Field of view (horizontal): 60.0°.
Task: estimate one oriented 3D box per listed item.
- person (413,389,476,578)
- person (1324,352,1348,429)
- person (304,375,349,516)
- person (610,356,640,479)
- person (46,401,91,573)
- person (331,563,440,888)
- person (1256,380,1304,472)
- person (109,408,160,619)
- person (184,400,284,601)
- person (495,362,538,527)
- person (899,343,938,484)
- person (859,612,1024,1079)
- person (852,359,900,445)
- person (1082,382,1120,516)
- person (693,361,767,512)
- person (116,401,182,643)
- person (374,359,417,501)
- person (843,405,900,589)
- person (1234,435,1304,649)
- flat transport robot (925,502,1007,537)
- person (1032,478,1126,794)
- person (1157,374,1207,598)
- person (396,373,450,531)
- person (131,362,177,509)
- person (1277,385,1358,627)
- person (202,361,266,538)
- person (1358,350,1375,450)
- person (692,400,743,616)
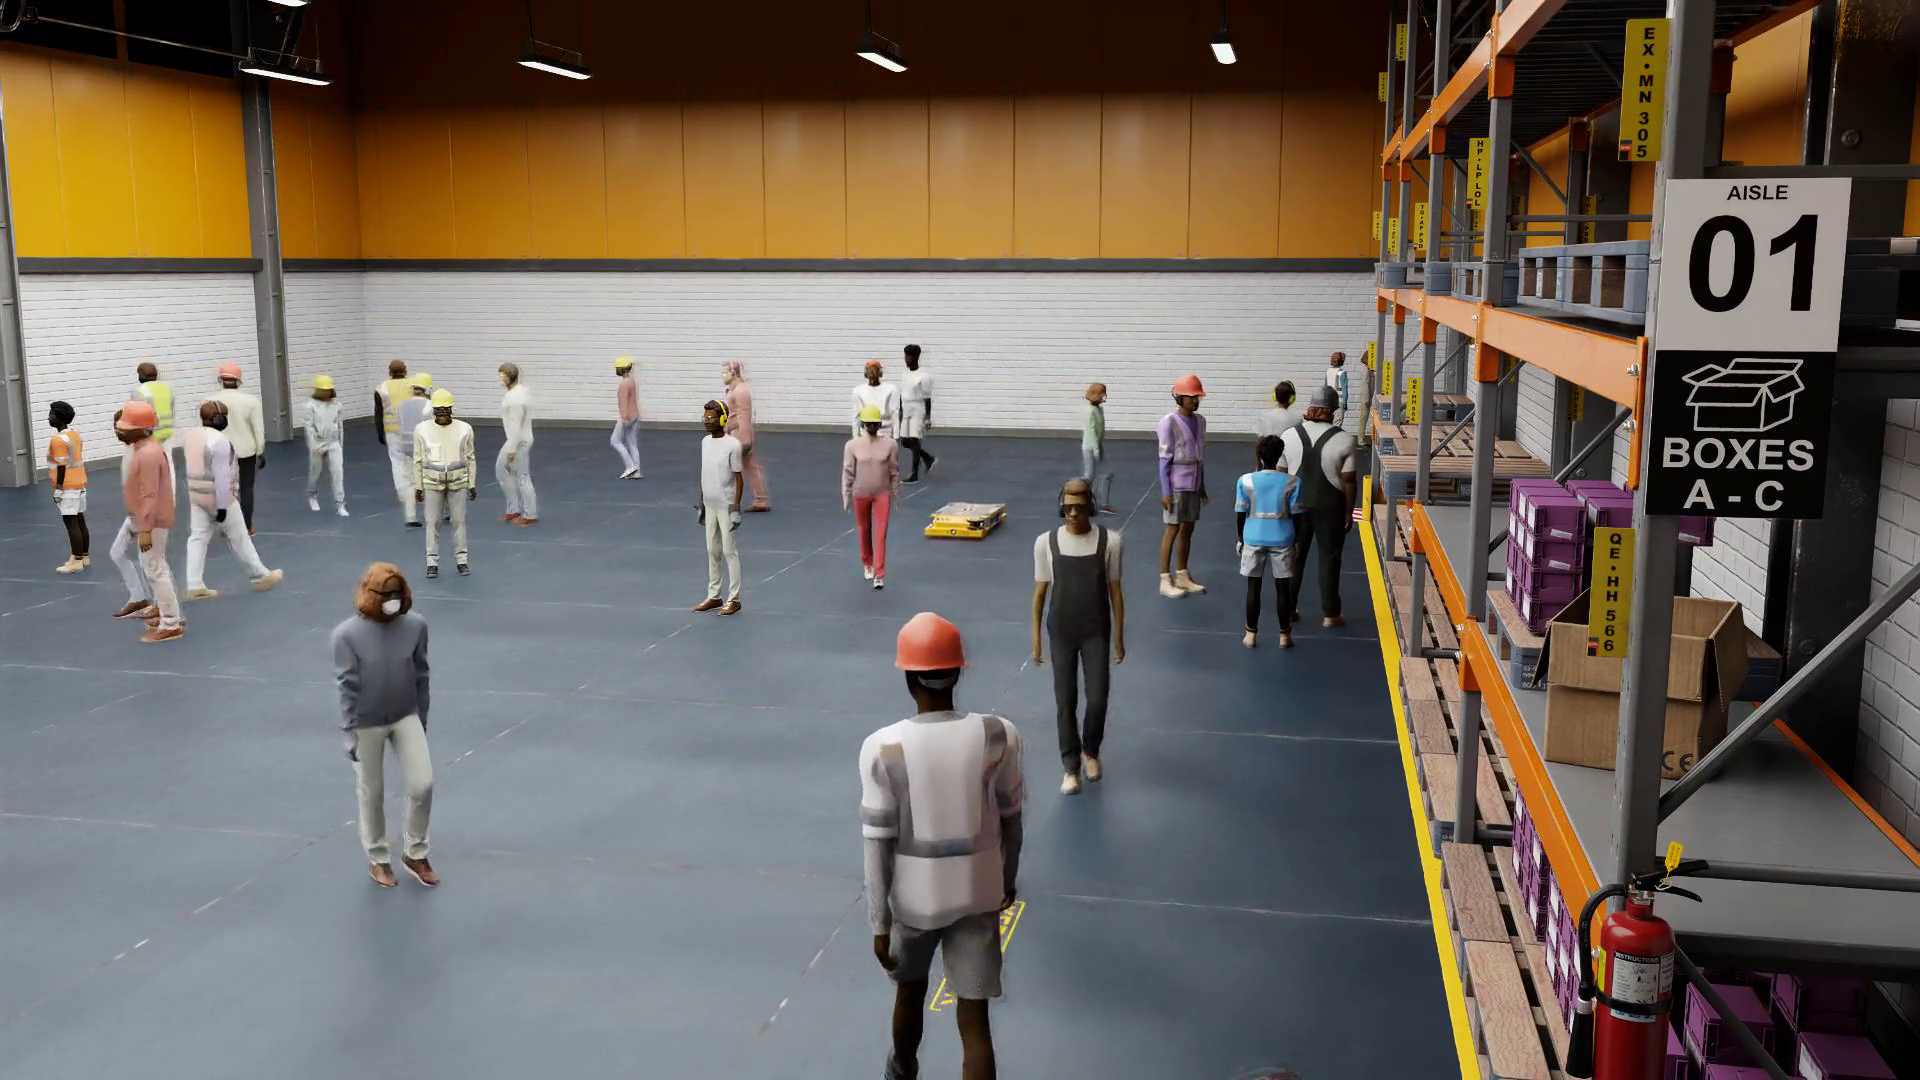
[{"bbox_3d":[-4.998,-0.552,16.157,0.588,1.835,0.403,-4,10,-21],"label":"person"},{"bbox_3d":[6.013,-2.187,26.595,0.307,1.639,0.525,-5,10,-25],"label":"person"},{"bbox_3d":[-7.752,-1.161,20.239,0.487,1.717,0.817,-8,12,-38],"label":"person"},{"bbox_3d":[-4.697,-1.712,23.383,0.402,1.749,0.556,1,9,7],"label":"person"},{"bbox_3d":[-8.803,-0.526,16.408,0.318,1.700,0.536,-2,10,-11],"label":"person"},{"bbox_3d":[-2.754,0.908,8.020,0.496,1.613,0.521,-7,12,-38],"label":"person"},{"bbox_3d":[3.266,-0.724,17.164,0.518,1.848,0.647,5,10,26],"label":"person"},{"bbox_3d":[-7.045,-0.213,14.113,0.609,1.834,0.558,-7,11,-34],"label":"person"},{"bbox_3d":[-6.713,-0.378,15.215,0.623,1.793,0.946,6,11,31],"label":"person"},{"bbox_3d":[-5.178,-1.085,19.126,0.639,1.914,0.640,-3,10,-15],"label":"person"},{"bbox_3d":[-0.582,-1.751,23.058,0.612,1.942,0.628,-7,12,-36],"label":"person"},{"bbox_3d":[-0.057,1.180,5.601,0.562,1.885,1.013,-1,10,-8],"label":"person"},{"bbox_3d":[-1.044,-1.305,20.607,0.595,1.863,0.494,0,9,1],"label":"person"},{"bbox_3d":[1.704,-1.080,19.999,0.546,1.619,0.514,5,10,25],"label":"person"},{"bbox_3d":[-2.802,-1.241,20.224,0.970,1.858,0.648,-1,9,-4],"label":"person"},{"bbox_3d":[-6.504,-0.141,13.353,0.365,1.956,0.735,-5,10,-26],"label":"person"},{"bbox_3d":[-7.146,-1.402,21.295,0.656,1.829,0.451,-3,10,-17],"label":"person"},{"bbox_3d":[-0.837,-0.426,15.747,0.538,1.721,0.930,0,9,-2],"label":"person"},{"bbox_3d":[2.434,0.018,13.137,0.536,1.696,0.322,2,10,11],"label":"person"},{"bbox_3d":[0.082,-0.245,19.008,0.652,0.197,1.431,2,10,12],"label":"flat transport robot"},{"bbox_3d":[0.675,0.553,9.511,0.545,1.829,0.400,1,10,8],"label":"person"},{"bbox_3d":[2.064,-0.495,15.191,0.390,2.040,0.614,9,13,44],"label":"person"},{"bbox_3d":[-6.152,-1.030,19.171,0.611,1.781,0.918,3,10,16],"label":"person"},{"bbox_3d":[-10.063,-1.288,20.625,0.686,1.818,0.661,3,10,20],"label":"person"},{"bbox_3d":[3.027,-0.300,14.023,0.682,2.000,0.535,5,11,28],"label":"person"},{"bbox_3d":[-7.941,-0.963,18.209,0.619,1.977,0.589,-2,10,-11],"label":"person"},{"bbox_3d":[6.692,-2.302,27.305,0.279,1.634,0.499,3,10,17],"label":"person"},{"bbox_3d":[-2.093,-0.279,14.408,0.512,1.873,0.329,8,12,39],"label":"person"}]
